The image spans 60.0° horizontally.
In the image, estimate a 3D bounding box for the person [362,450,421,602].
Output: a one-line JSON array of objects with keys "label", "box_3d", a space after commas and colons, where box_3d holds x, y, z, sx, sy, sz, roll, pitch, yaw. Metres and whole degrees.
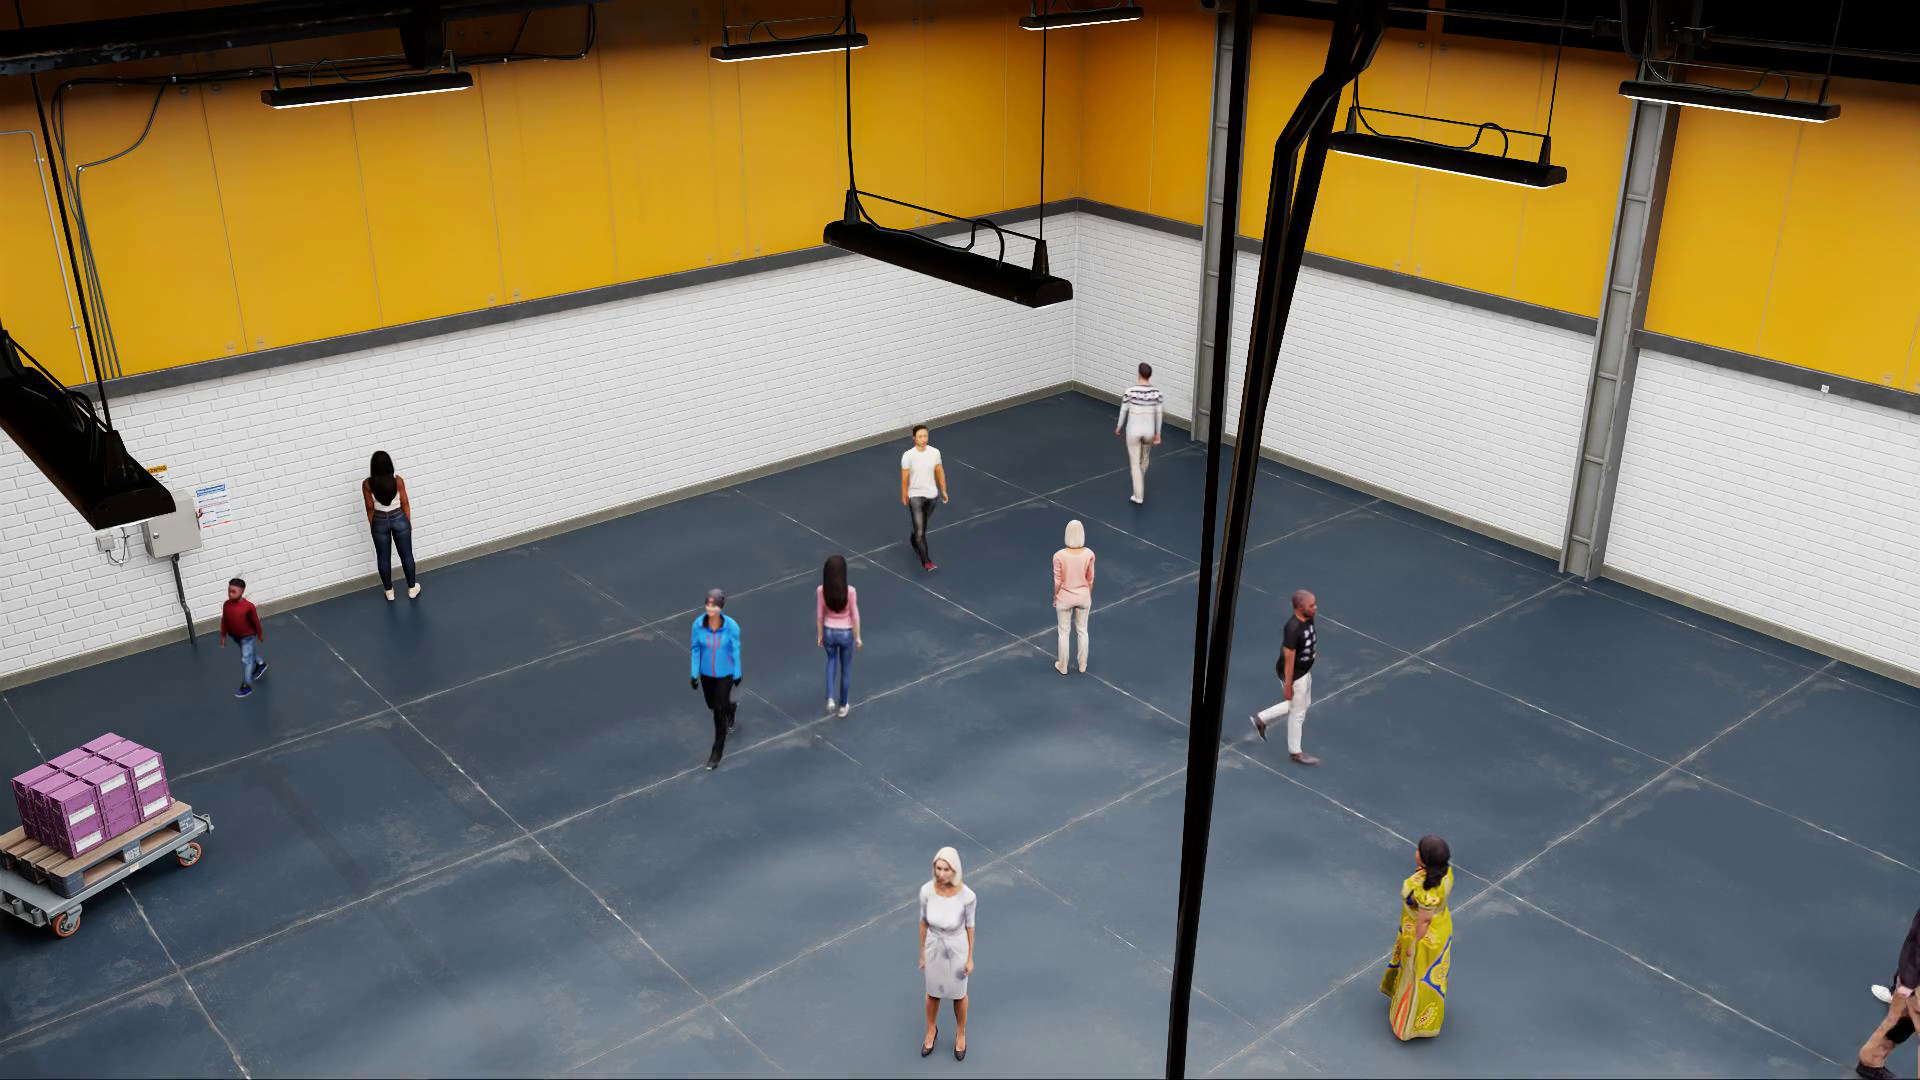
[{"label": "person", "box_3d": [-6.528, -0.177, 19.063, 0.734, 1.810, 0.745, -6, 24, -13]}]

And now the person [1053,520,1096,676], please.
[{"label": "person", "box_3d": [1.185, 0.595, 17.404, 0.678, 1.726, 0.683, -4, 24, -9]}]

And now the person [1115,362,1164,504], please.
[{"label": "person", "box_3d": [2.381, -1.362, 21.764, 1.075, 1.819, 1.293, -5, 24, -11]}]

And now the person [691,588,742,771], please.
[{"label": "person", "box_3d": [-2.286, 1.250, 15.845, 1.131, 1.774, 1.088, 6, 24, 14]}]

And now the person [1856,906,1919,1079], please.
[{"label": "person", "box_3d": [6.657, 3.023, 11.656, 1.065, 1.880, 0.921, 17, 29, 34]}]

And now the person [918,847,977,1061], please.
[{"label": "person", "box_3d": [-0.099, 2.959, 11.963, 0.625, 1.752, 0.697, 4, 24, 8]}]

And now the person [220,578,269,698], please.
[{"label": "person", "box_3d": [-7.391, 0.941, 17.226, 0.891, 1.234, 0.869, 6, 24, 13]}]

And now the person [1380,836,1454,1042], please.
[{"label": "person", "box_3d": [3.418, 2.891, 12.233, 0.943, 1.659, 0.969, 12, 26, 25]}]

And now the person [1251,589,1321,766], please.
[{"label": "person", "box_3d": [3.109, 1.267, 15.784, 1.075, 1.791, 0.888, 13, 27, 27]}]

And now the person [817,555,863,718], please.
[{"label": "person", "box_3d": [-1.226, 0.989, 16.495, 0.752, 1.732, 0.811, 4, 24, 9]}]

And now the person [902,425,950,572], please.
[{"label": "person", "box_3d": [-0.476, -0.551, 19.992, 0.859, 1.752, 1.218, -10, 26, -23]}]
